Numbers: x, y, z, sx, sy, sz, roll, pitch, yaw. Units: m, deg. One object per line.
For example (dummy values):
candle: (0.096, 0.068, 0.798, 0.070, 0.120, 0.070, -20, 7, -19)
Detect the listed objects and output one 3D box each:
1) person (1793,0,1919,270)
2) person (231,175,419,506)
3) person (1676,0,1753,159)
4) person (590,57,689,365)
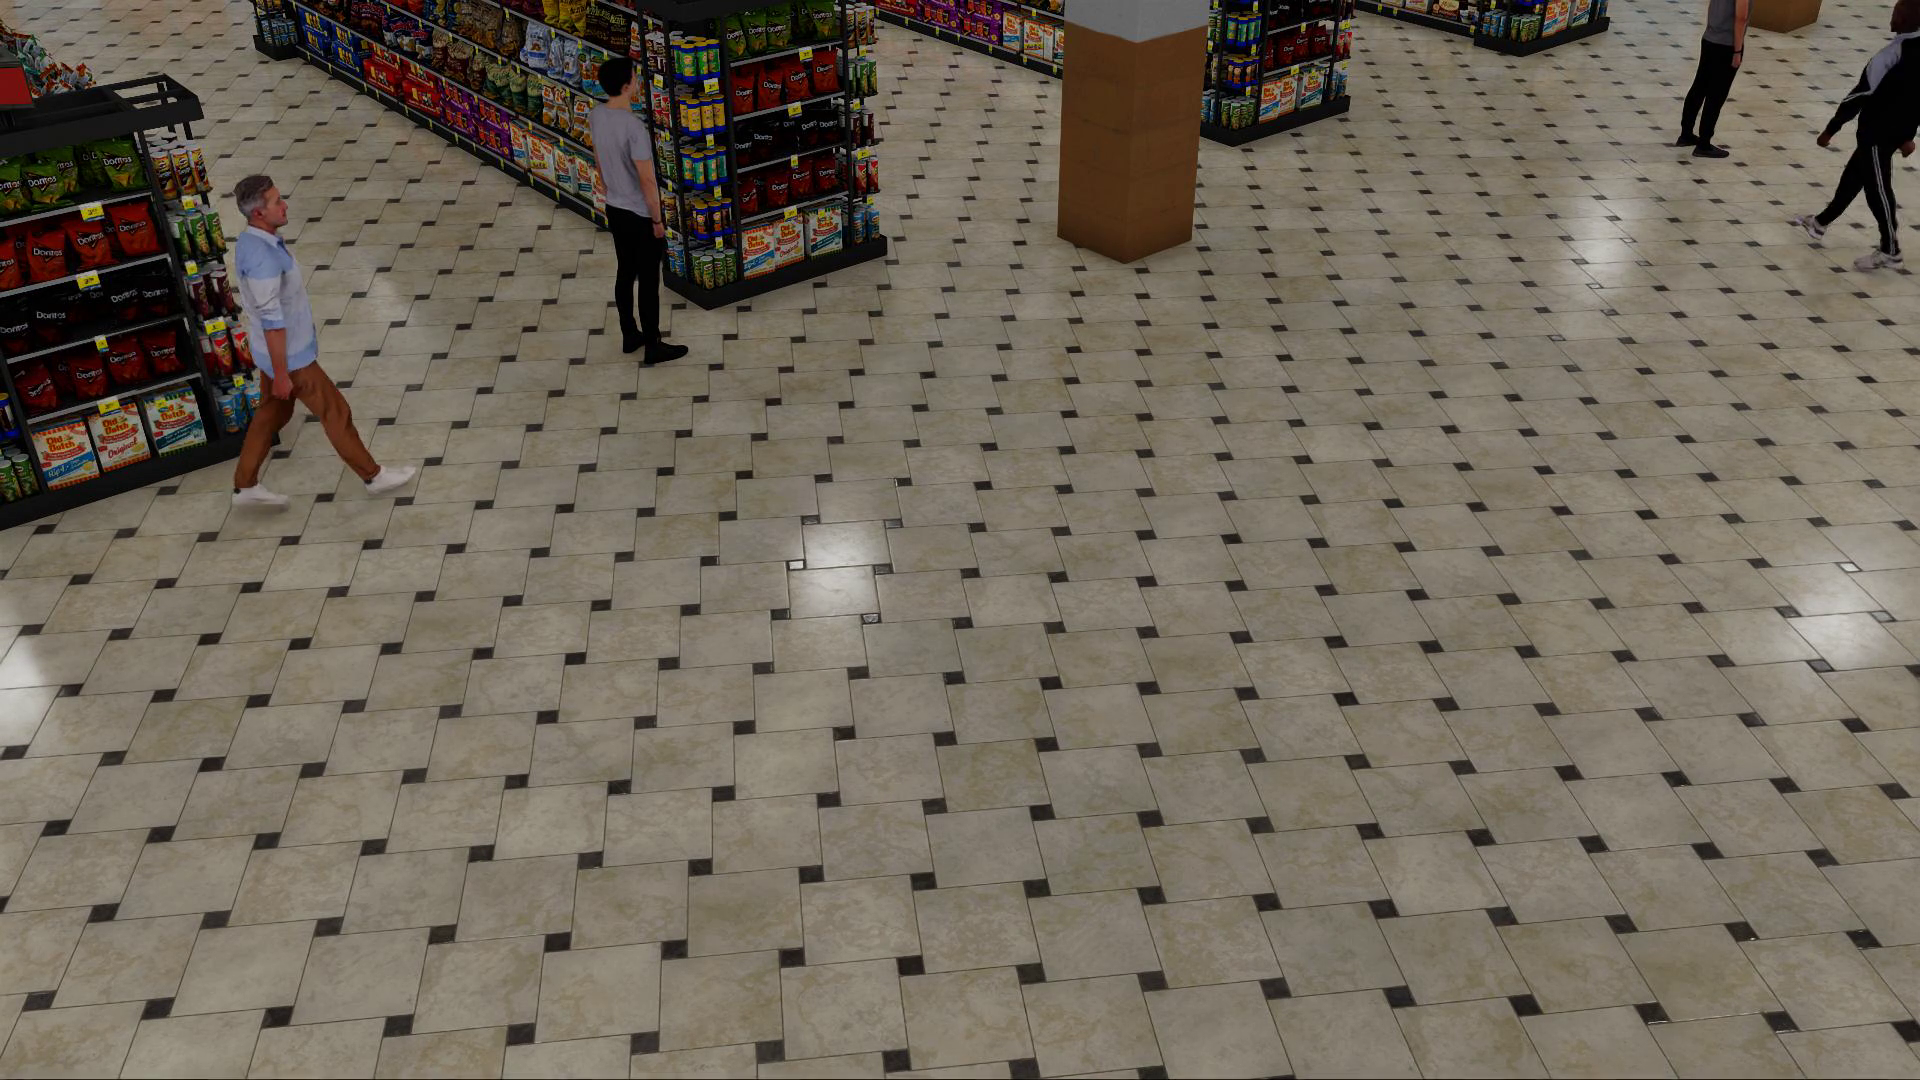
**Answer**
person: (6.348, -2.717, 11.296, 0.875, 1.785, 1.250, -16, 35, -24)
person: (-3.500, -0.929, 8.423, 0.930, 1.784, 1.179, -15, 35, -22)
person: (6.129, -3.995, 13.380, 0.767, 1.753, 0.661, -4, 32, -6)
person: (-1.983, -1.977, 10.033, 0.514, 1.863, 0.738, 27, 41, 36)
